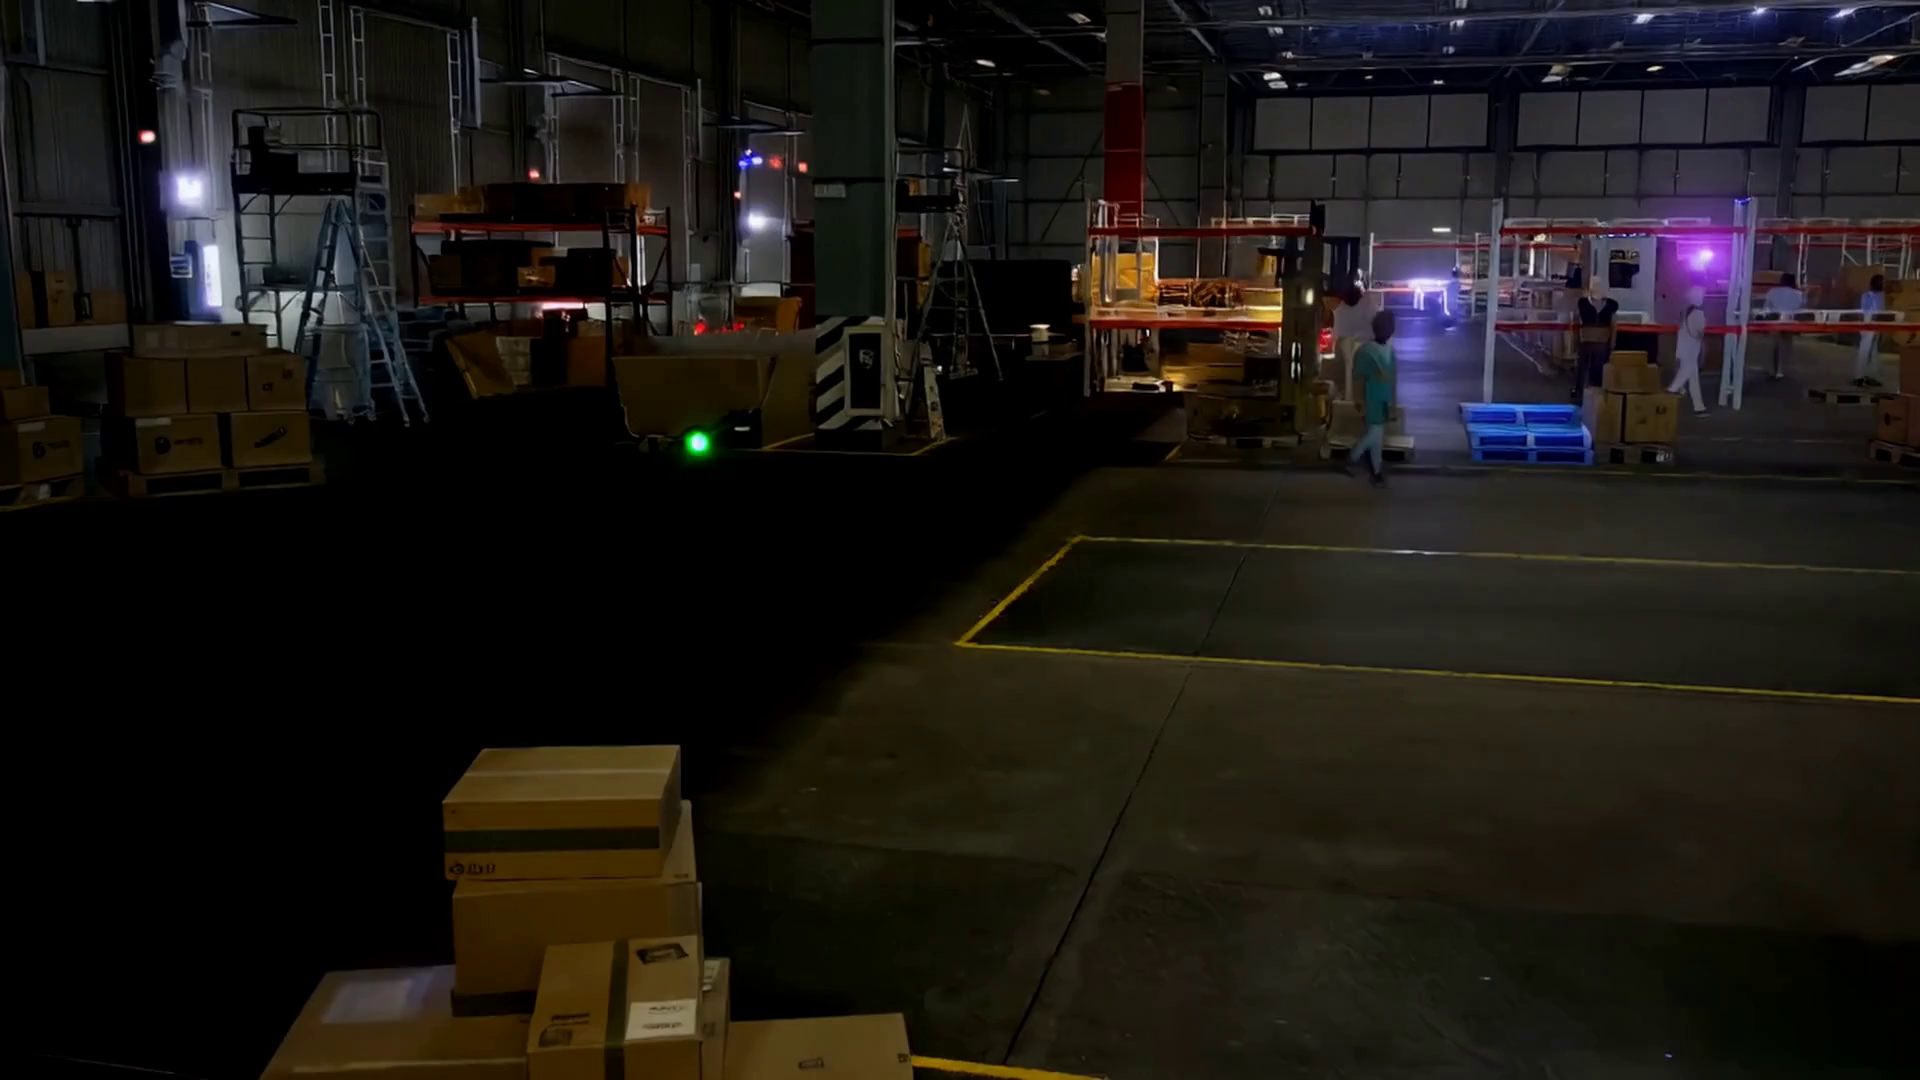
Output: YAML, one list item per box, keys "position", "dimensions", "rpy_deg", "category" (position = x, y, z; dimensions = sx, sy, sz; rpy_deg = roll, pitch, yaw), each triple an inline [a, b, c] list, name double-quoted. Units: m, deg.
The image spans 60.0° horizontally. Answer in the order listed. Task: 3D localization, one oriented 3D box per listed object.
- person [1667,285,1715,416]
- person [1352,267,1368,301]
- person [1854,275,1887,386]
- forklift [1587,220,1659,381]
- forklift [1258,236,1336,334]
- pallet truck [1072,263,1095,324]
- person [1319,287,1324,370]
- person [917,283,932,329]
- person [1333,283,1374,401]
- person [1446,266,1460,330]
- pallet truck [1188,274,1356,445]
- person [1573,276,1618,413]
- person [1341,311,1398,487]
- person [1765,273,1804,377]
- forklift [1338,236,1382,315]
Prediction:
- position: [9.896, -2.562, 22.660]
  dimensions: [0.934, 1.813, 0.523]
  rpy_deg: [-1, 10, -8]
  category: "person"
- position: [11.406, -6.793, 47.303]
  dimensions: [0.918, 1.910, 0.561]
  rpy_deg: [-8, 13, -41]
  category: "person"
- position: [15.518, -3.561, 28.298]
  dimensions: [0.584, 1.882, 0.337]
  rpy_deg: [-5, 11, -26]
  category: "person"
- position: [11.664, -4.222, 29.261]
  dimensions: [1.129, 2.768, 1.873]
  rpy_deg: [2, 10, 14]
  category: "forklift"
- position: [9.319, -7.005, 45.651]
  dimensions: [1.129, 2.768, 1.873]
  rpy_deg: [-8, 12, -38]
  category: "forklift"
- position: [4.325, -8.180, 55.162]
  dimensions: [0.823, 1.965, 1.885]
  rpy_deg: [6, 11, 31]
  category: "pallet truck"
- position: [6.842, -4.127, 32.062]
  dimensions: [0.484, 1.739, 0.320]
  rpy_deg: [-9, 13, -41]
  category: "person"
- position: [-1.034, -7.369, 50.599]
  dimensions: [0.544, 1.930, 0.388]
  rpy_deg: [-4, 11, -24]
  category: "person"
- position: [5.626, -2.790, 24.009]
  dimensions: [0.642, 1.788, 0.928]
  rpy_deg: [6, 11, 31]
  category: "person"
- position: [14.960, -7.337, 50.398]
  dimensions: [0.357, 1.931, 0.630]
  rpy_deg: [4, 11, 24]
  category: "person"
- position: [3.653, -2.138, 19.590]
  dimensions: [1.885, 1.965, 0.823]
  rpy_deg: [-4, 10, -20]
  category: "pallet truck"
- position: [8.903, -2.736, 23.345]
  dimensions: [0.597, 1.916, 0.370]
  rpy_deg: [1, 10, 6]
  category: "person"
- position: [3.964, -1.364, 16.041]
  dimensions: [0.539, 1.685, 0.748]
  rpy_deg: [-8, 12, -39]
  category: "person"
- position: [15.090, -3.936, 30.481]
  dimensions: [0.645, 1.902, 0.991]
  rpy_deg: [7, 12, 36]
  category: "person"
- position: [12.030, -8.003, 51.528]
  dimensions: [1.873, 2.768, 1.129]
  rpy_deg: [-2, 10, -12]
  category: "forklift"
